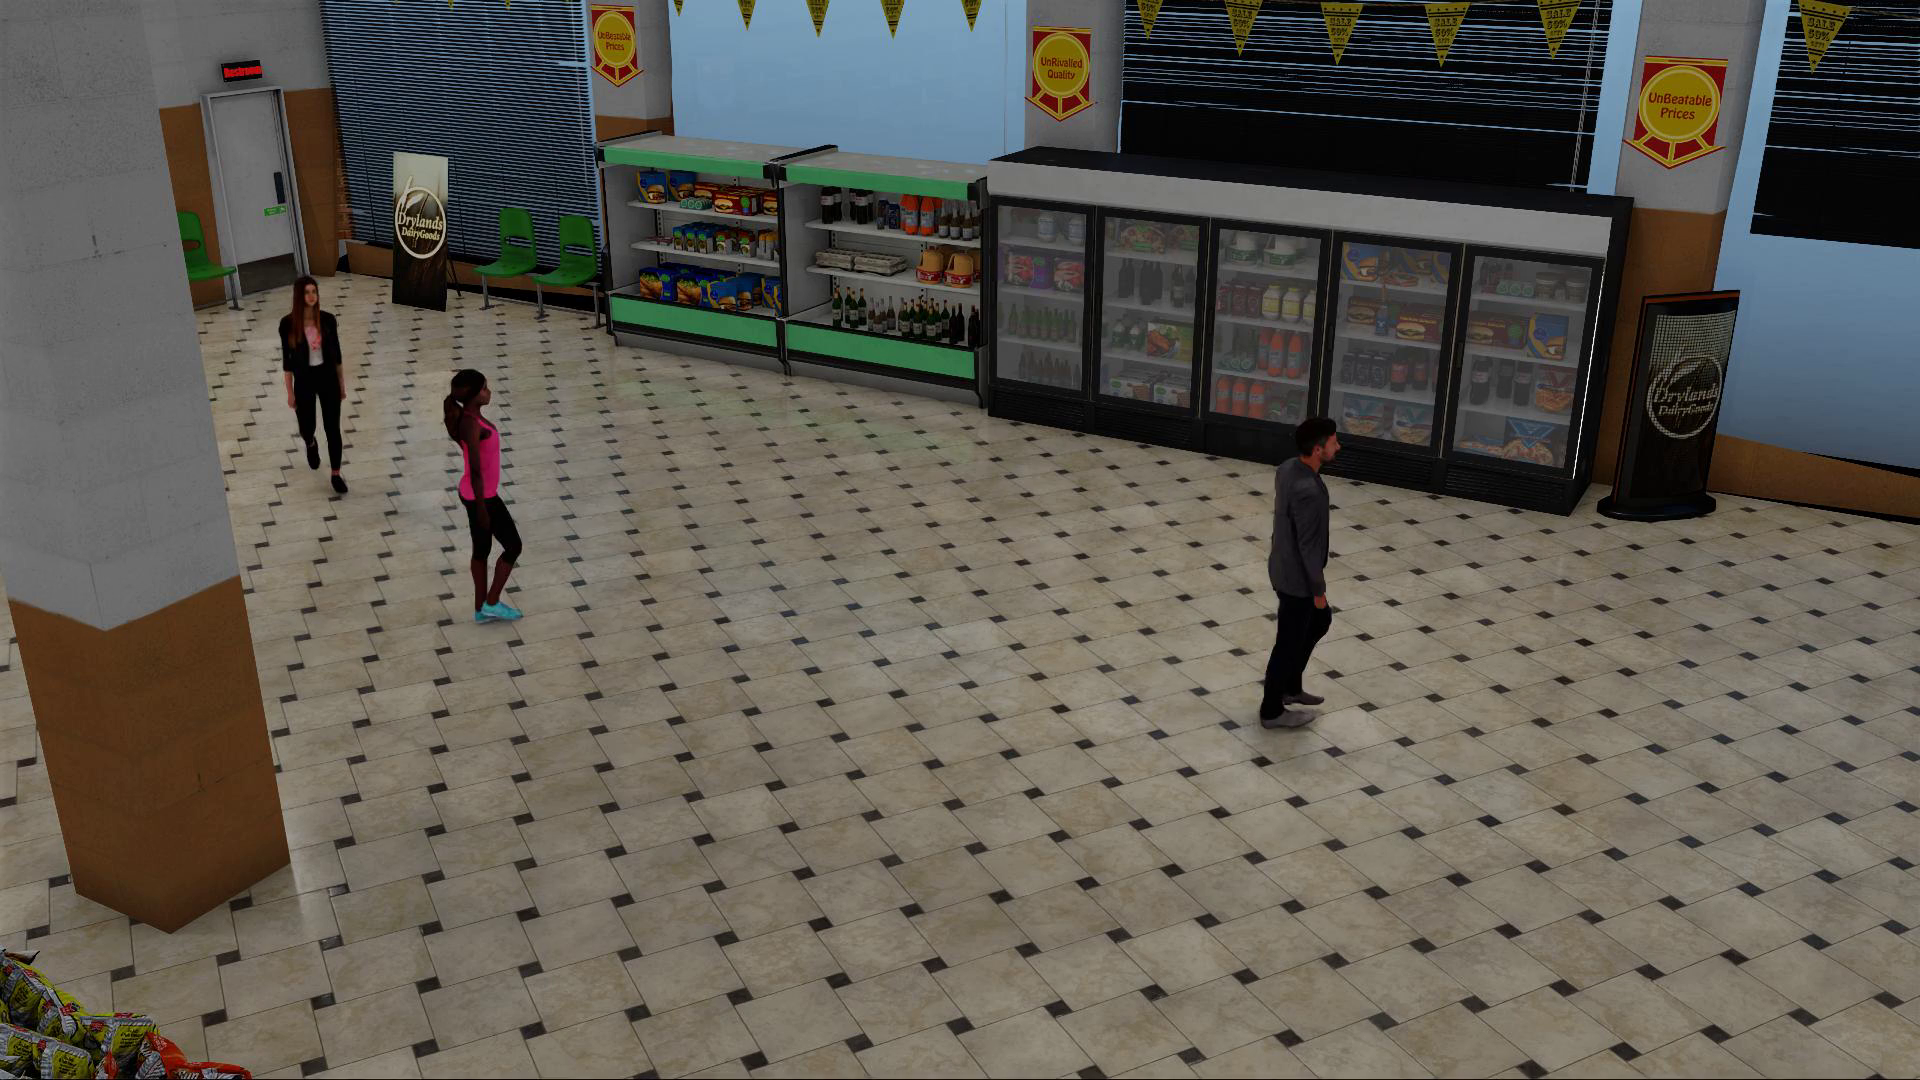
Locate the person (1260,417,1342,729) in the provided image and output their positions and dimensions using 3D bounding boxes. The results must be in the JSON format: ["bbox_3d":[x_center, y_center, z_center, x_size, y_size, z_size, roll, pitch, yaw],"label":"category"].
[{"bbox_3d":[1.808,0.205,9.312,0.854,1.857,0.836,-1,22,-2],"label":"person"}]

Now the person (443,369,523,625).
[{"bbox_3d":[-3.147,-0.250,10.633,0.775,1.715,0.711,-7,23,-17],"label":"person"}]

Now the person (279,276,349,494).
[{"bbox_3d":[-5.105,-1.241,13.124,0.906,1.697,1.069,-13,25,-28],"label":"person"}]
